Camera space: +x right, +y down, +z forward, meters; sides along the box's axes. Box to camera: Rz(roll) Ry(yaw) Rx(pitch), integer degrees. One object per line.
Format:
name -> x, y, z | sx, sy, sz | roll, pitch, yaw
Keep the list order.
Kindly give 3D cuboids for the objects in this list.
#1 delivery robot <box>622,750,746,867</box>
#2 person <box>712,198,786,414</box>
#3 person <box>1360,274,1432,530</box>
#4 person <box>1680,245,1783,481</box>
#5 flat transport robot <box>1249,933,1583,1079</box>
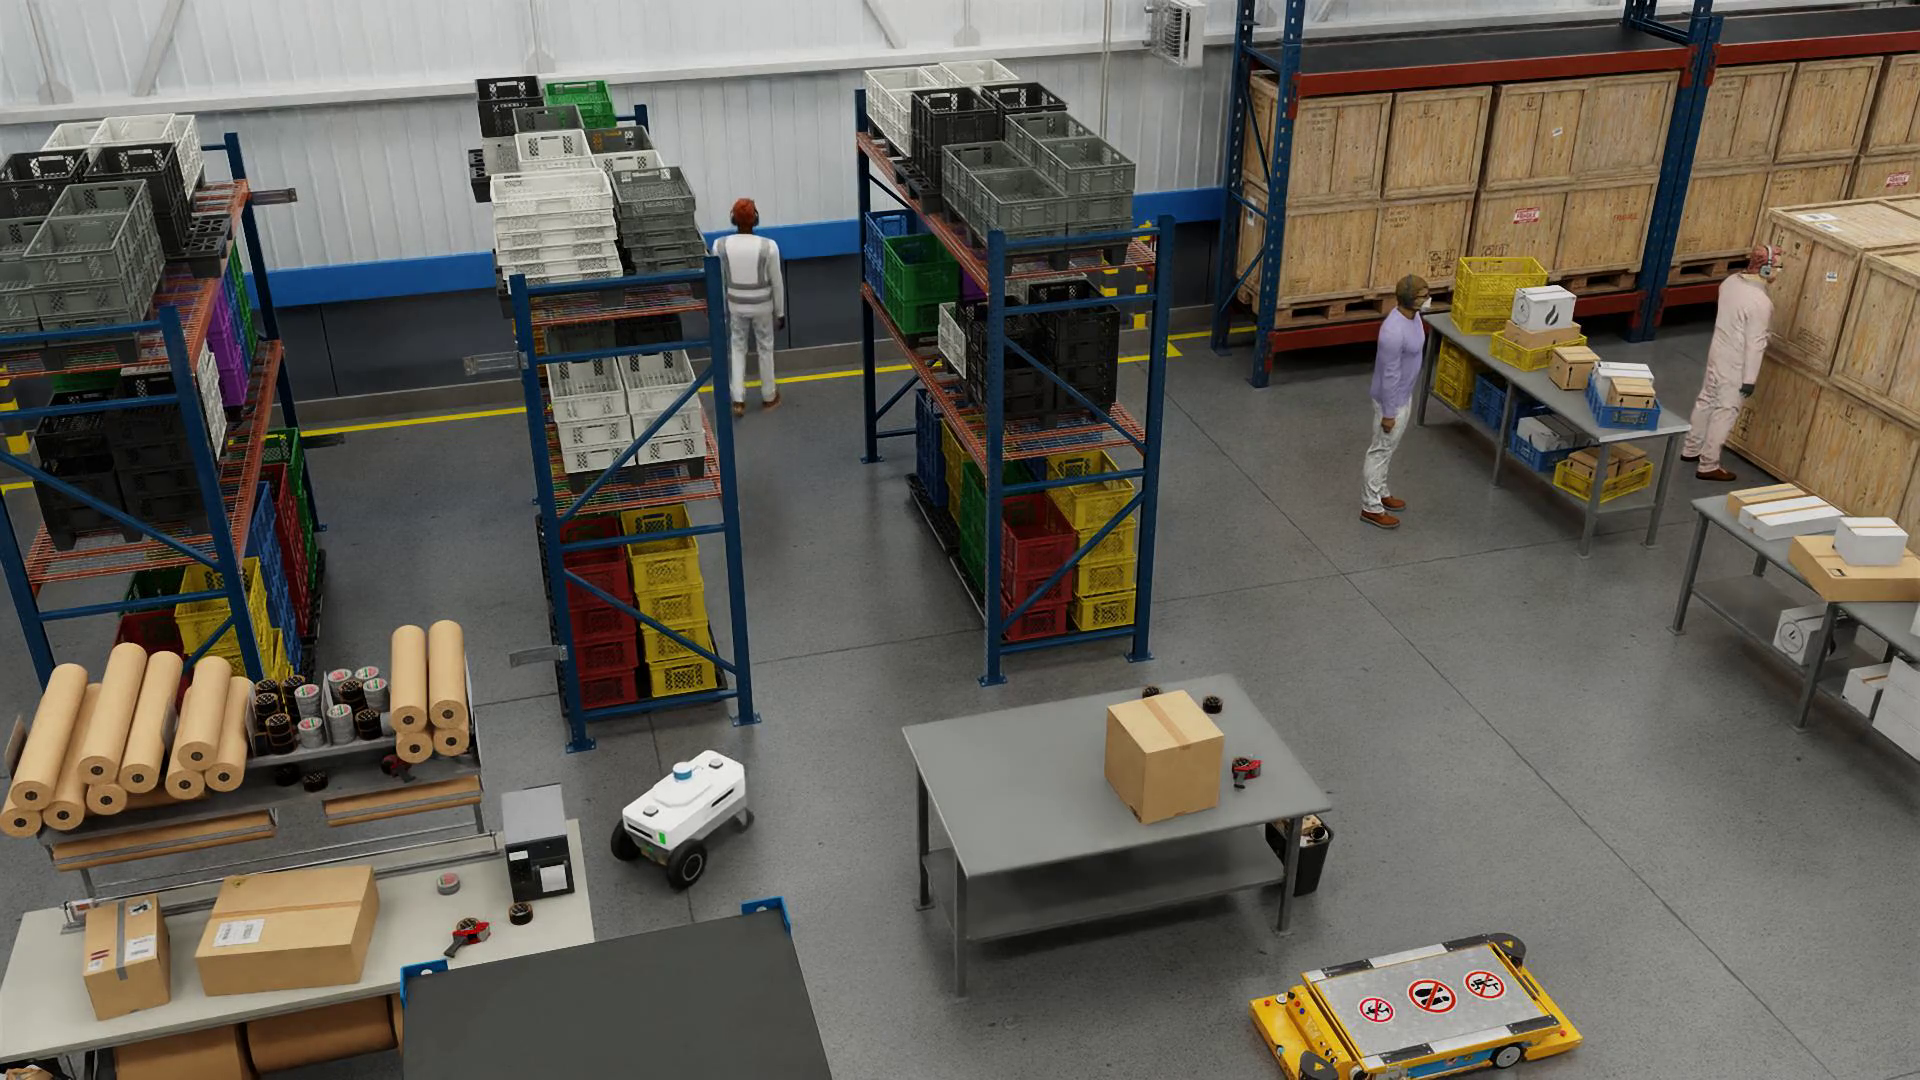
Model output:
delivery robot -> -1.505, 1.440, 9.126 | 0.477, 0.478, 0.707 | 18, 34, 30
person -> -1.763, -1.967, 14.056 | 0.577, 1.885, 0.375 | 3, 29, 6
person -> 3.222, -1.038, 12.304 | 0.368, 1.940, 0.632 | 12, 31, 21
person -> 6.072, -1.388, 12.987 | 0.397, 1.899, 0.644 | 0, 29, -1
flat transport robot -> 2.184, 2.282, 7.980 | 1.431, 0.197, 0.652 | -8, 30, -14
